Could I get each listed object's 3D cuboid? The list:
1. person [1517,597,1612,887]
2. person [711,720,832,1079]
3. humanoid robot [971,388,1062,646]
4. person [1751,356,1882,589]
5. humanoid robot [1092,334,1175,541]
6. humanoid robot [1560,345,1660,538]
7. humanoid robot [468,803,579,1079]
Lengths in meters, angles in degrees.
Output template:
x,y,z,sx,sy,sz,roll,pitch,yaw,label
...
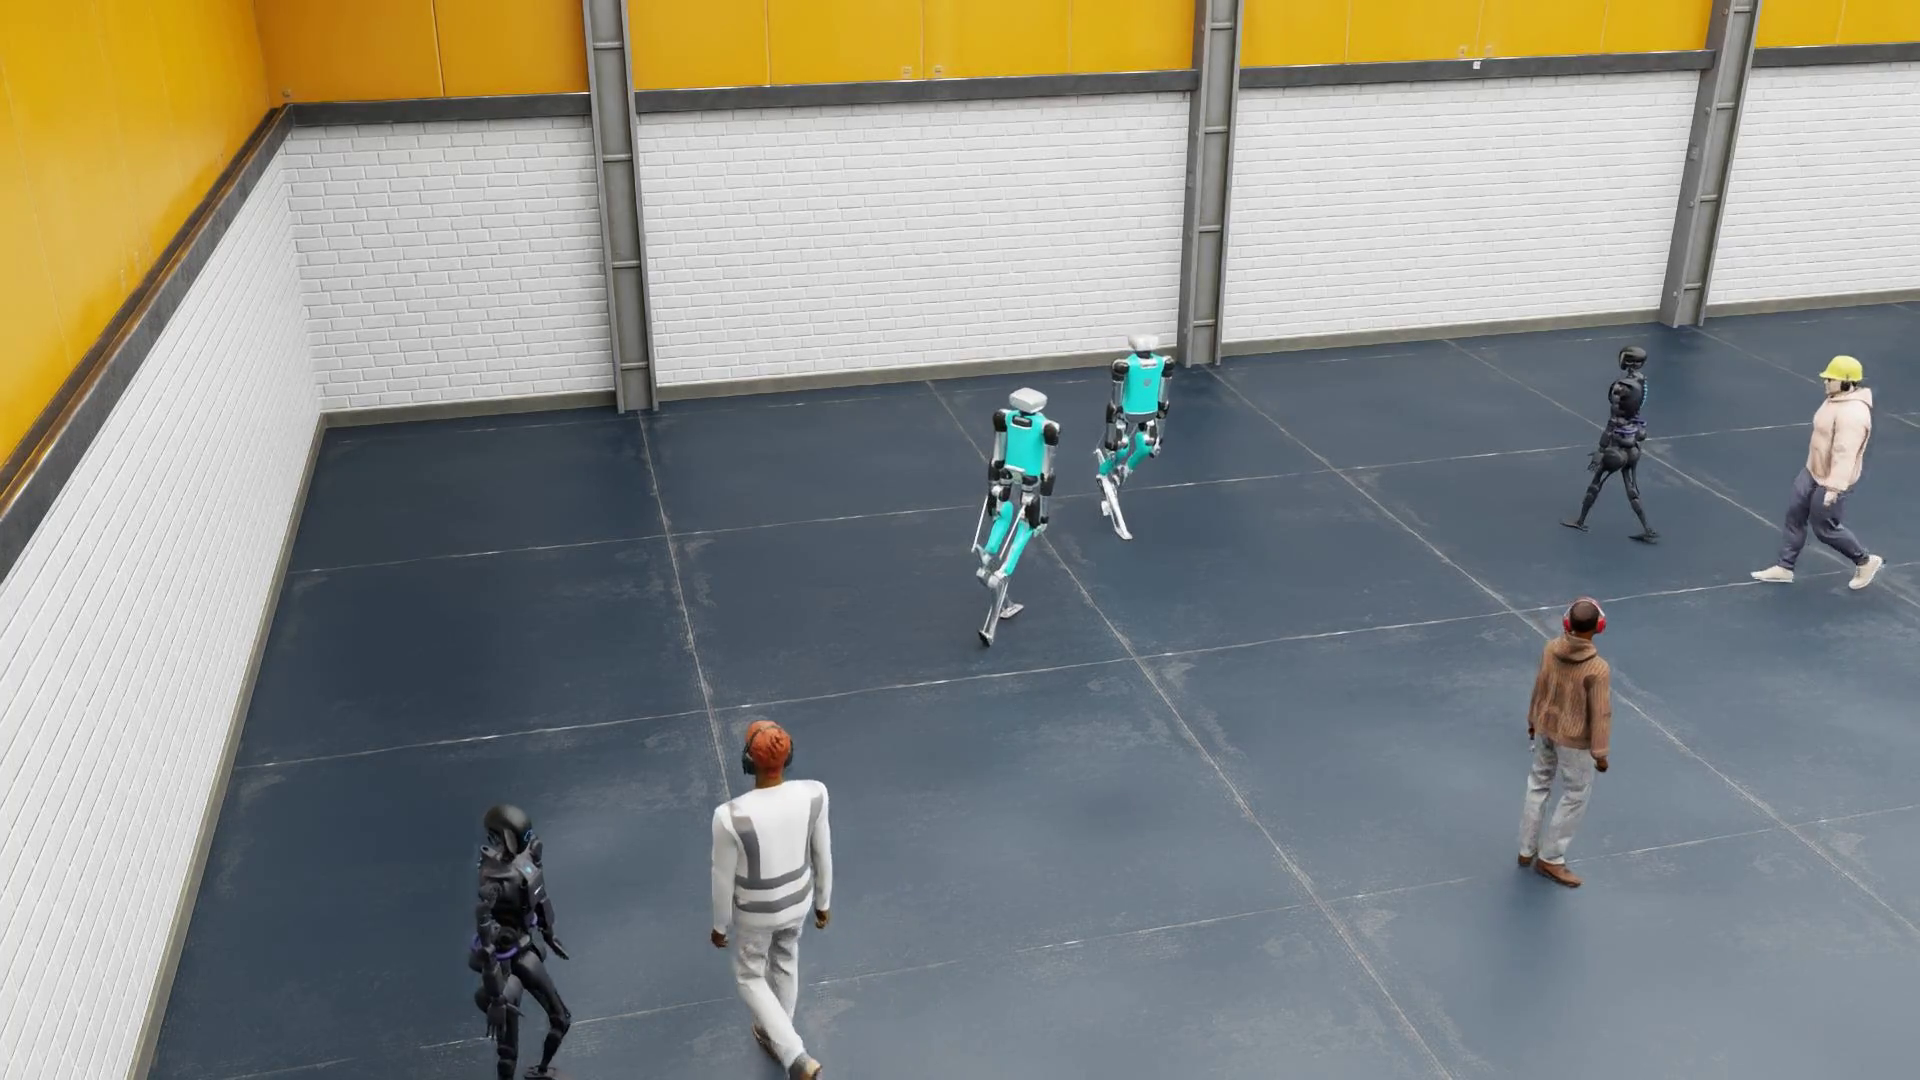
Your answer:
x,y,z,sx,sy,sz,roll,pitch,yaw,label
3.340,1.102,9.156,0.329,1.639,0.518,-14,27,-29,person
-0.819,1.690,7.538,0.574,1.865,0.680,-16,28,-32,person
0.286,-0.110,11.861,0.551,1.826,0.898,15,28,30,humanoid robot
6.592,-0.488,12.516,0.777,1.837,0.795,3,24,6,person
1.328,-0.856,13.588,0.547,1.862,0.834,-8,25,-18,humanoid robot
5.366,-0.785,13.457,0.783,1.628,0.599,21,32,40,humanoid robot
-1.979,1.867,7.375,0.441,1.639,0.585,5,24,11,humanoid robot
